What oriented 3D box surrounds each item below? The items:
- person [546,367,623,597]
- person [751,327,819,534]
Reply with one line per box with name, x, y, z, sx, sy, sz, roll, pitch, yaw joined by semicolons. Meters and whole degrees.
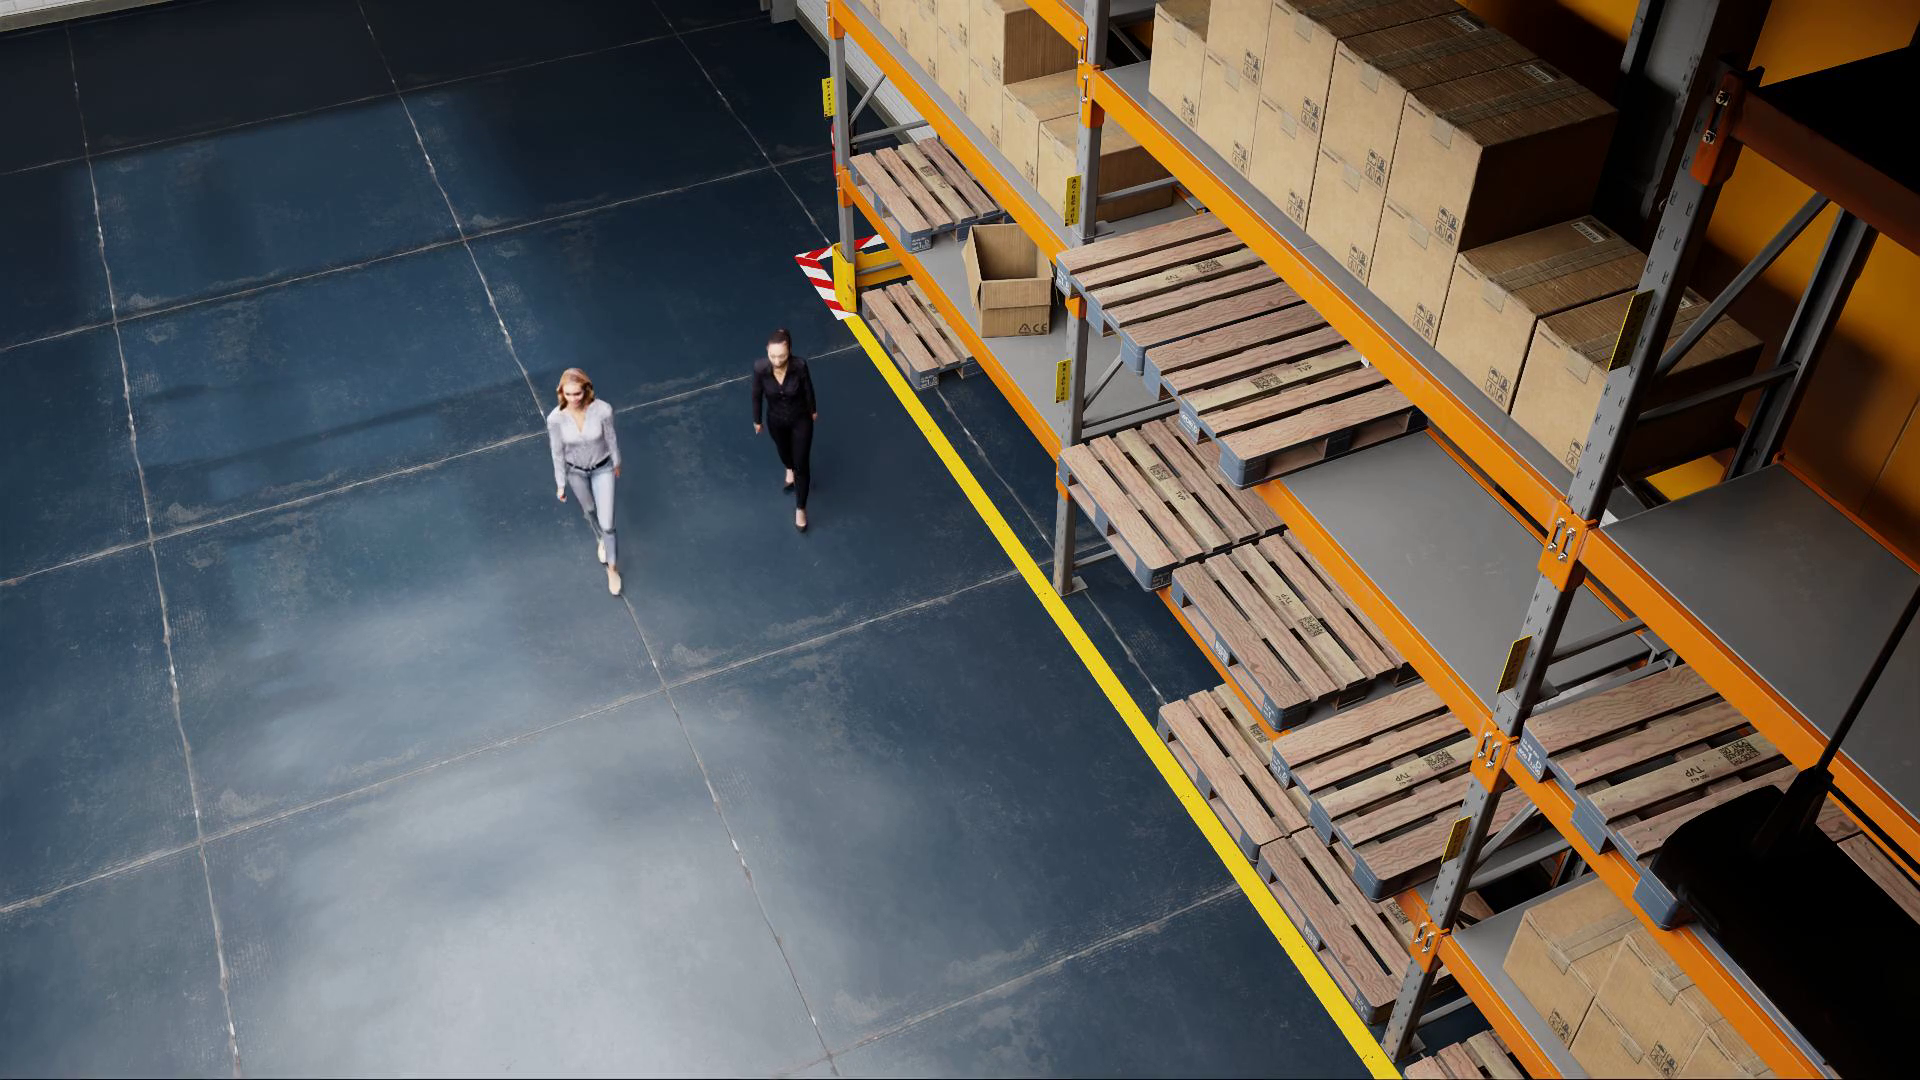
person;-2.574;-0.525;11.561;0.776;1.772;0.961;-3;44;-3
person;-1.245;-0.891;12.019;0.834;1.671;0.994;1;44;2
